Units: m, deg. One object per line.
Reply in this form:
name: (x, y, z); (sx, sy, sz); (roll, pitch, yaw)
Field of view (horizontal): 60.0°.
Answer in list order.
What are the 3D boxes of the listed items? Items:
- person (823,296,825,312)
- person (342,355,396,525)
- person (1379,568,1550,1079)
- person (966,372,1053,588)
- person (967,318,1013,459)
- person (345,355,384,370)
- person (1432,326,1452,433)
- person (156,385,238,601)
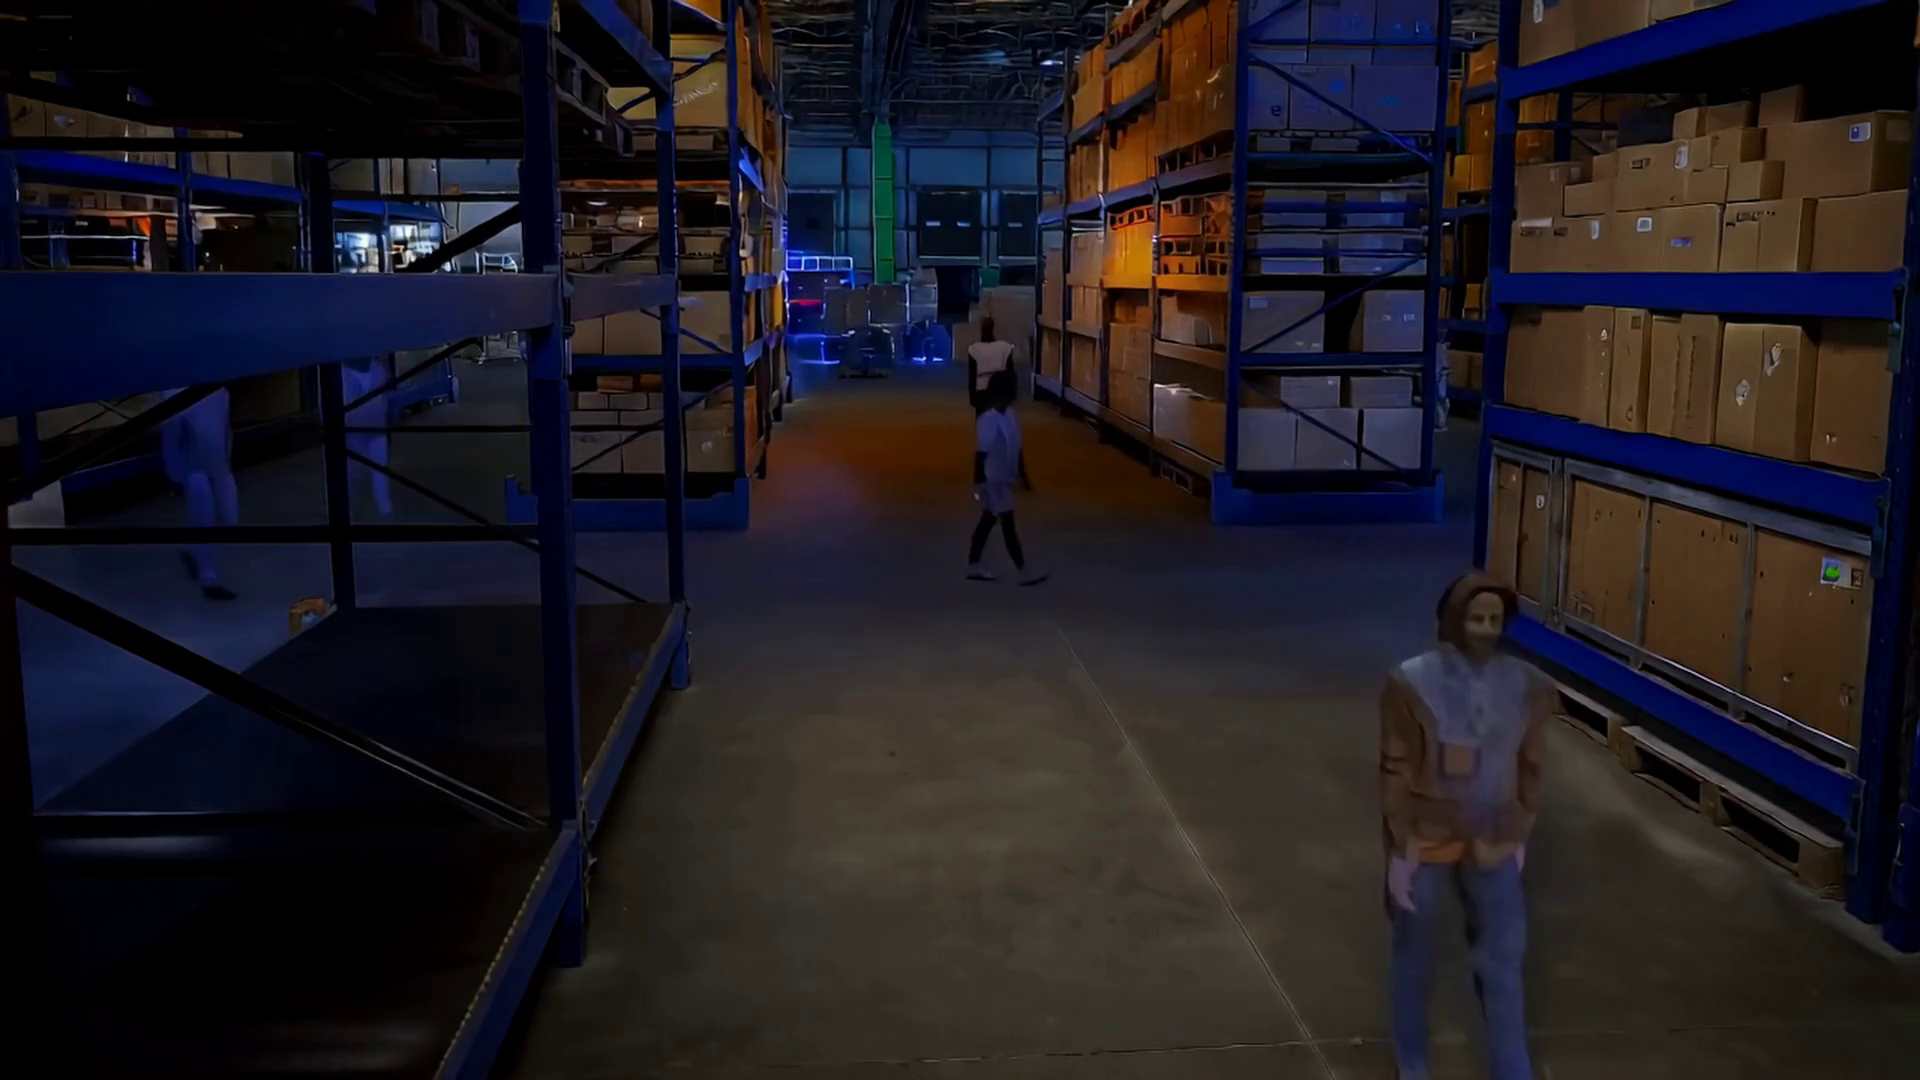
person: (-5.545, -9.282, 67.366); (0.356, 1.938, 0.544); (-5, 10, -30)
person: (-5.781, -1.031, 16.033); (0.642, 1.793, 0.973); (-7, 12, -38)
person: (1.398, 0.886, 4.578); (0.514, 1.598, 0.848); (0, 9, -2)
person: (0.378, -0.464, 12.857); (0.838, 1.654, 0.554); (4, 10, 23)
person: (0.390, -1.908, 21.309); (0.609, 1.864, 1.023); (-1, 9, -6)
person: (-7.745, -1.869, 21.713); (0.548, 1.639, 0.903); (0, 9, -1)
person: (7.360, -2.454, 25.459); (0.318, 1.630, 0.513); (4, 10, 25)
person: (-5.662, -0.507, 12.320); (0.586, 1.923, 0.633); (4, 10, 24)
